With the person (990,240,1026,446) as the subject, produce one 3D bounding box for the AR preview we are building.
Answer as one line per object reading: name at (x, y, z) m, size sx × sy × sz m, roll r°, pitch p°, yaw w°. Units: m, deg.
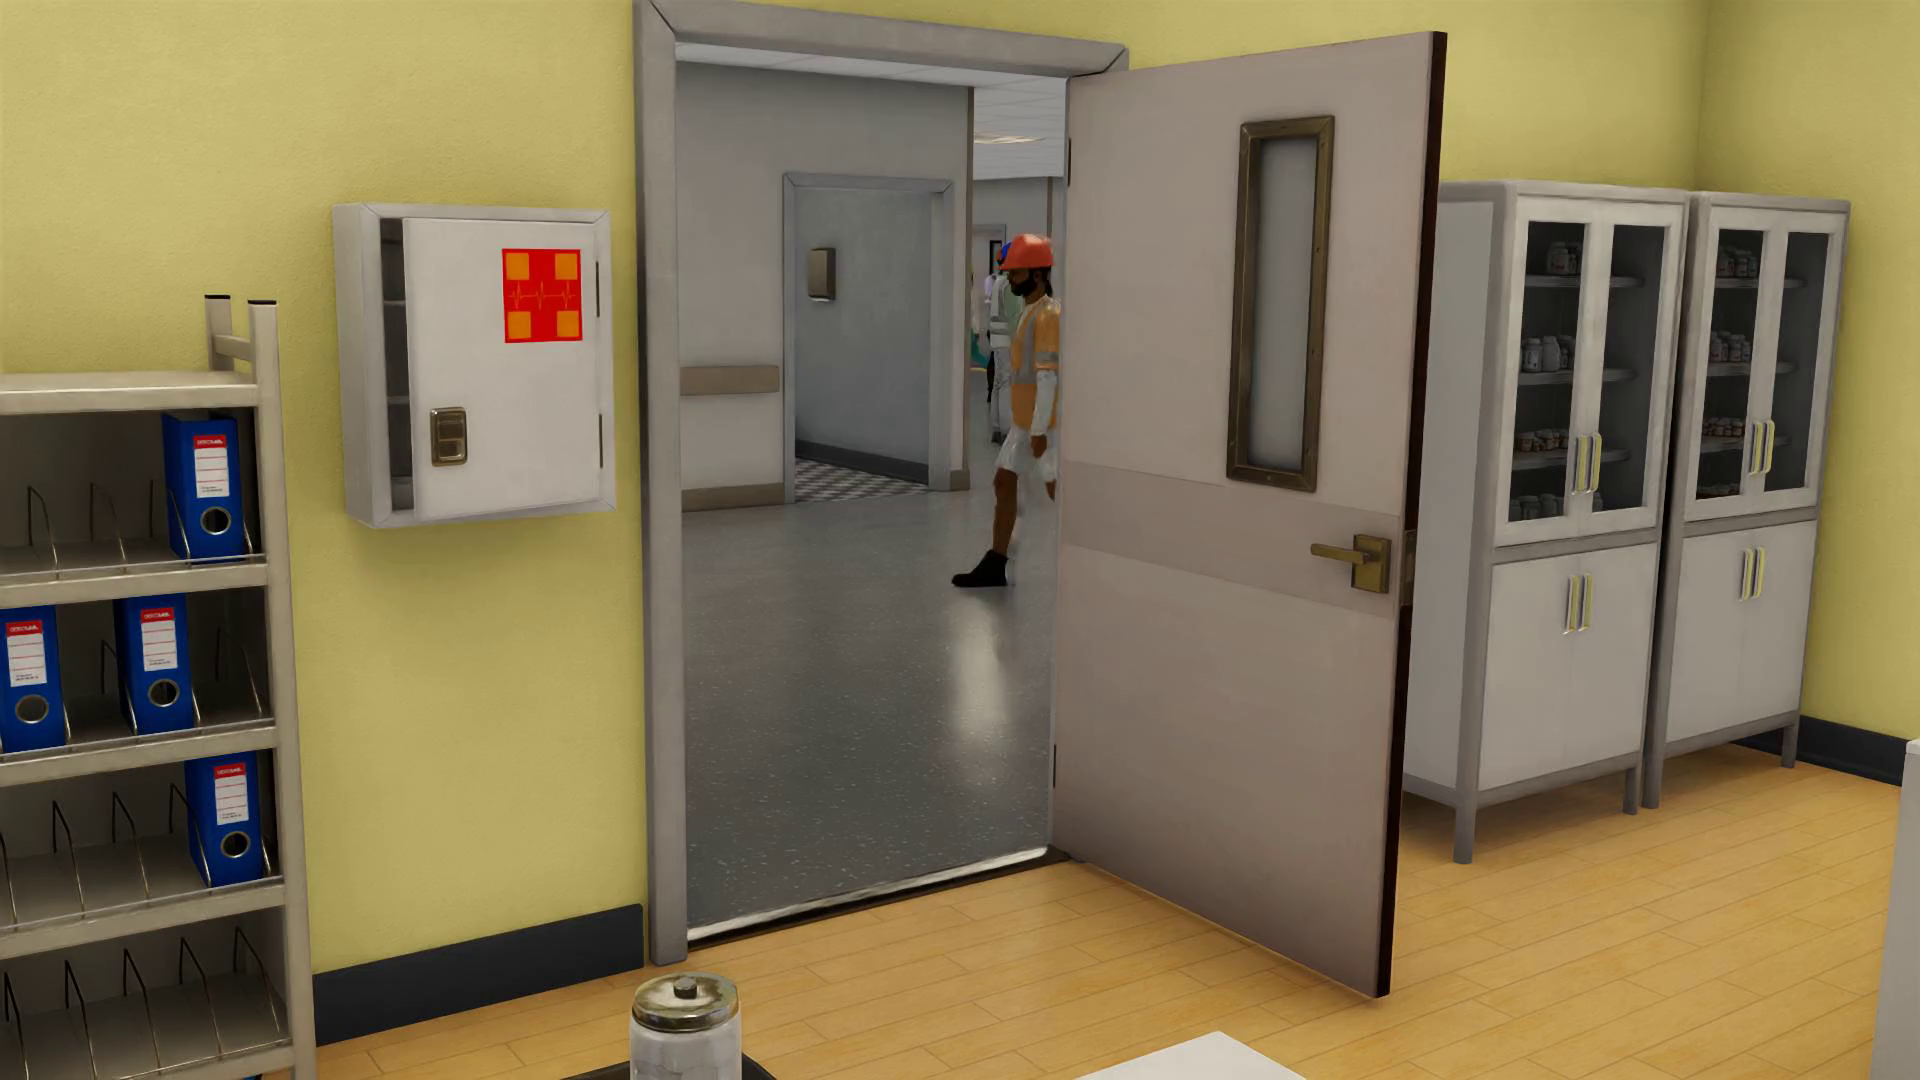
person at (0.475, -1.869, 15.851) m, size 0.391 × 1.948 × 0.605 m, roll -1°, pitch 10°, yaw -13°
